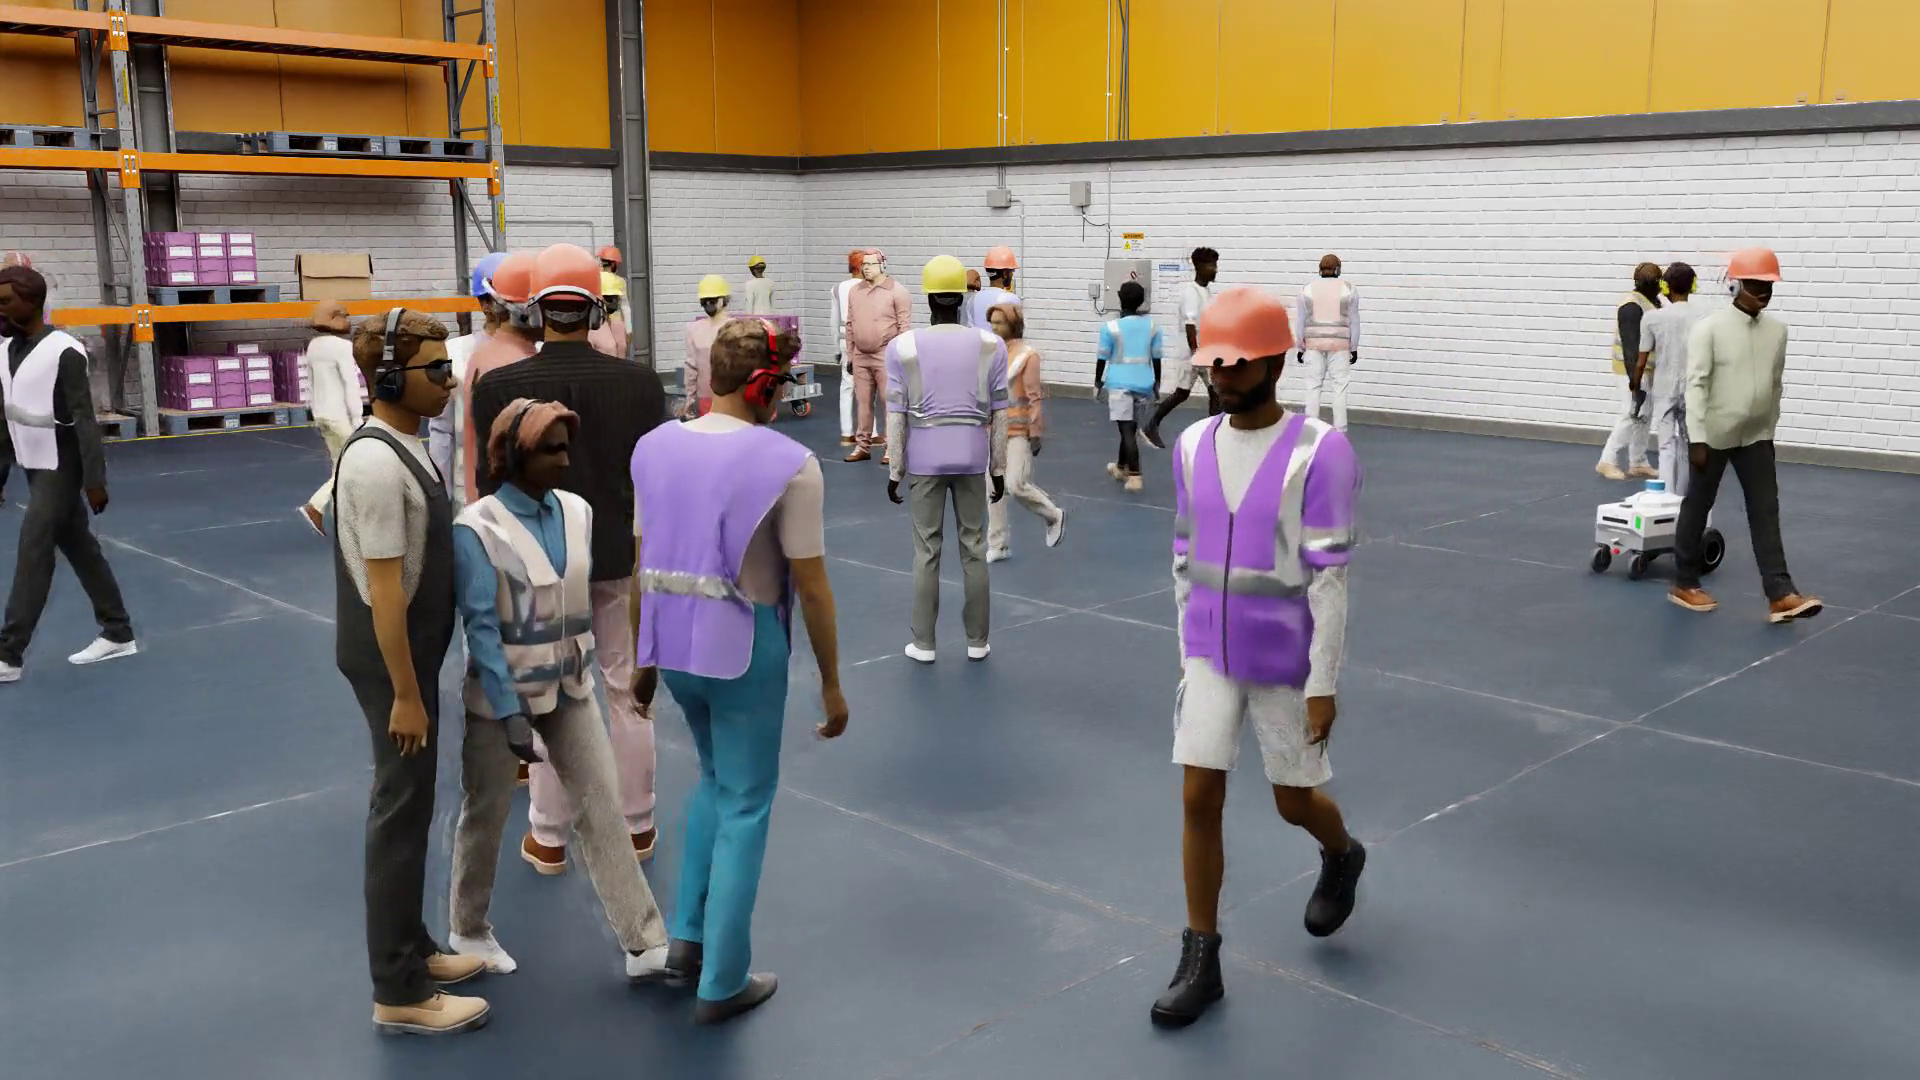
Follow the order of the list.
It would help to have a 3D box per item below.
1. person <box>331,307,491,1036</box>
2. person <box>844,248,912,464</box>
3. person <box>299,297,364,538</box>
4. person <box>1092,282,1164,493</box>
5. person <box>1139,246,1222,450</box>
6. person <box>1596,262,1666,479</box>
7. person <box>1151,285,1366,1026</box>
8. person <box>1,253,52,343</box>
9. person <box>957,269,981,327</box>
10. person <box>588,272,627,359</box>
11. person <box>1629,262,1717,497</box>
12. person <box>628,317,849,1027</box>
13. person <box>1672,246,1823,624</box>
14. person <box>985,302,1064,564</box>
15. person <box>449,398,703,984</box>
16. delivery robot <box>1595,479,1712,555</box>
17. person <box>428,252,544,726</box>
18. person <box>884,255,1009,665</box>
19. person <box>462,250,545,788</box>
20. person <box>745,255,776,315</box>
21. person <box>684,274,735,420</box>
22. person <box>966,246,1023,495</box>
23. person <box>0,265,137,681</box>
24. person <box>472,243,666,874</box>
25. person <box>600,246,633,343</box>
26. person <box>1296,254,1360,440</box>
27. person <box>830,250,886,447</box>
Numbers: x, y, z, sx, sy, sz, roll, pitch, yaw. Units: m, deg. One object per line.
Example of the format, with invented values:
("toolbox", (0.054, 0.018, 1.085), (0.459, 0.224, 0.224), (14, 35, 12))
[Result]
("person", (-1.414, 0.334, 4.257), (0.325, 1.843, 0.517), (-3, 11, -15))
("person", (-0.752, -1.624, 14.765), (0.643, 1.910, 0.400), (6, 12, 29))
("person", (-4.157, -0.792, 10.994), (0.525, 1.617, 0.491), (9, 13, 39))
("person", (1.322, -1.231, 13.300), (0.549, 1.642, 0.858), (-3, 11, -18))
("person", (2.149, -1.769, 15.512), (0.937, 1.933, 0.609), (7, 12, 32))
("person", (5.648, -1.395, 13.828), (0.455, 1.818, 0.692), (8, 13, 38))
("person", (0.825, 0.275, 4.434), (0.544, 1.909, 0.849), (8, 13, 39))
("person", (-8.283, -1.576, 14.619), (0.960, 1.855, 0.673), (-8, 13, -37))
("person", (0.133, -2.297, 19.179), (0.499, 1.633, 0.289), (5, 12, 25))
("person", (-2.474, -0.984, 11.660), (0.308, 1.769, 0.525), (4, 11, 22))
("person", (4.860, -0.964, 11.345), (0.546, 1.838, 0.766), (2, 11, 12))
("person", (-0.603, 0.337, 4.313), (0.602, 1.814, 0.478), (6, 12, 31))
("person", (4.110, -0.531, 8.664), (0.653, 1.951, 0.960), (-2, 11, -13))
("person", (0.354, -0.663, 10.292), (0.533, 1.626, 0.519), (-9, 14, -41))
("person", (-1.106, 0.431, 4.426), (0.814, 1.598, 0.521), (7, 12, 32))
("delivery robot", (4.169, -0.120, 9.998), (0.707, 0.478, 0.477), (-6, 12, -29))
("person", (-1.880, -0.205, 6.905), (0.609, 1.951, 0.377), (-4, 11, -22))
("person", (-0.064, -0.368, 7.855), (0.588, 1.930, 0.364), (-2, 11, -9))
("person", (-1.569, -0.051, 6.034), (0.427, 1.965, 0.654), (-6, 12, -32))
("person", (-2.675, -2.905, 22.141), (0.329, 1.765, 0.533), (9, 14, 39))
("person", (-1.690, -1.019, 11.894), (0.531, 1.755, 0.488), (4, 11, 19))
("person", (0.303, -1.318, 13.008), (0.364, 1.939, 0.542), (-10, 14, -43))
("person", (-4.301, -0.302, 7.625), (0.610, 1.872, 0.952), (8, 13, 37))
("person", (-1.215, 0.069, 5.291), (0.613, 1.994, 0.383), (-4, 11, -21))
("person", (-4.170, -2.576, 20.018), (0.549, 1.878, 0.997), (5, 11, 25))
("person", (3.631, -1.892, 16.422), (0.621, 1.838, 0.429), (4, 11, 19))
("person", (-0.966, -1.830, 15.948), (0.584, 1.883, 0.337), (6, 12, 29))
